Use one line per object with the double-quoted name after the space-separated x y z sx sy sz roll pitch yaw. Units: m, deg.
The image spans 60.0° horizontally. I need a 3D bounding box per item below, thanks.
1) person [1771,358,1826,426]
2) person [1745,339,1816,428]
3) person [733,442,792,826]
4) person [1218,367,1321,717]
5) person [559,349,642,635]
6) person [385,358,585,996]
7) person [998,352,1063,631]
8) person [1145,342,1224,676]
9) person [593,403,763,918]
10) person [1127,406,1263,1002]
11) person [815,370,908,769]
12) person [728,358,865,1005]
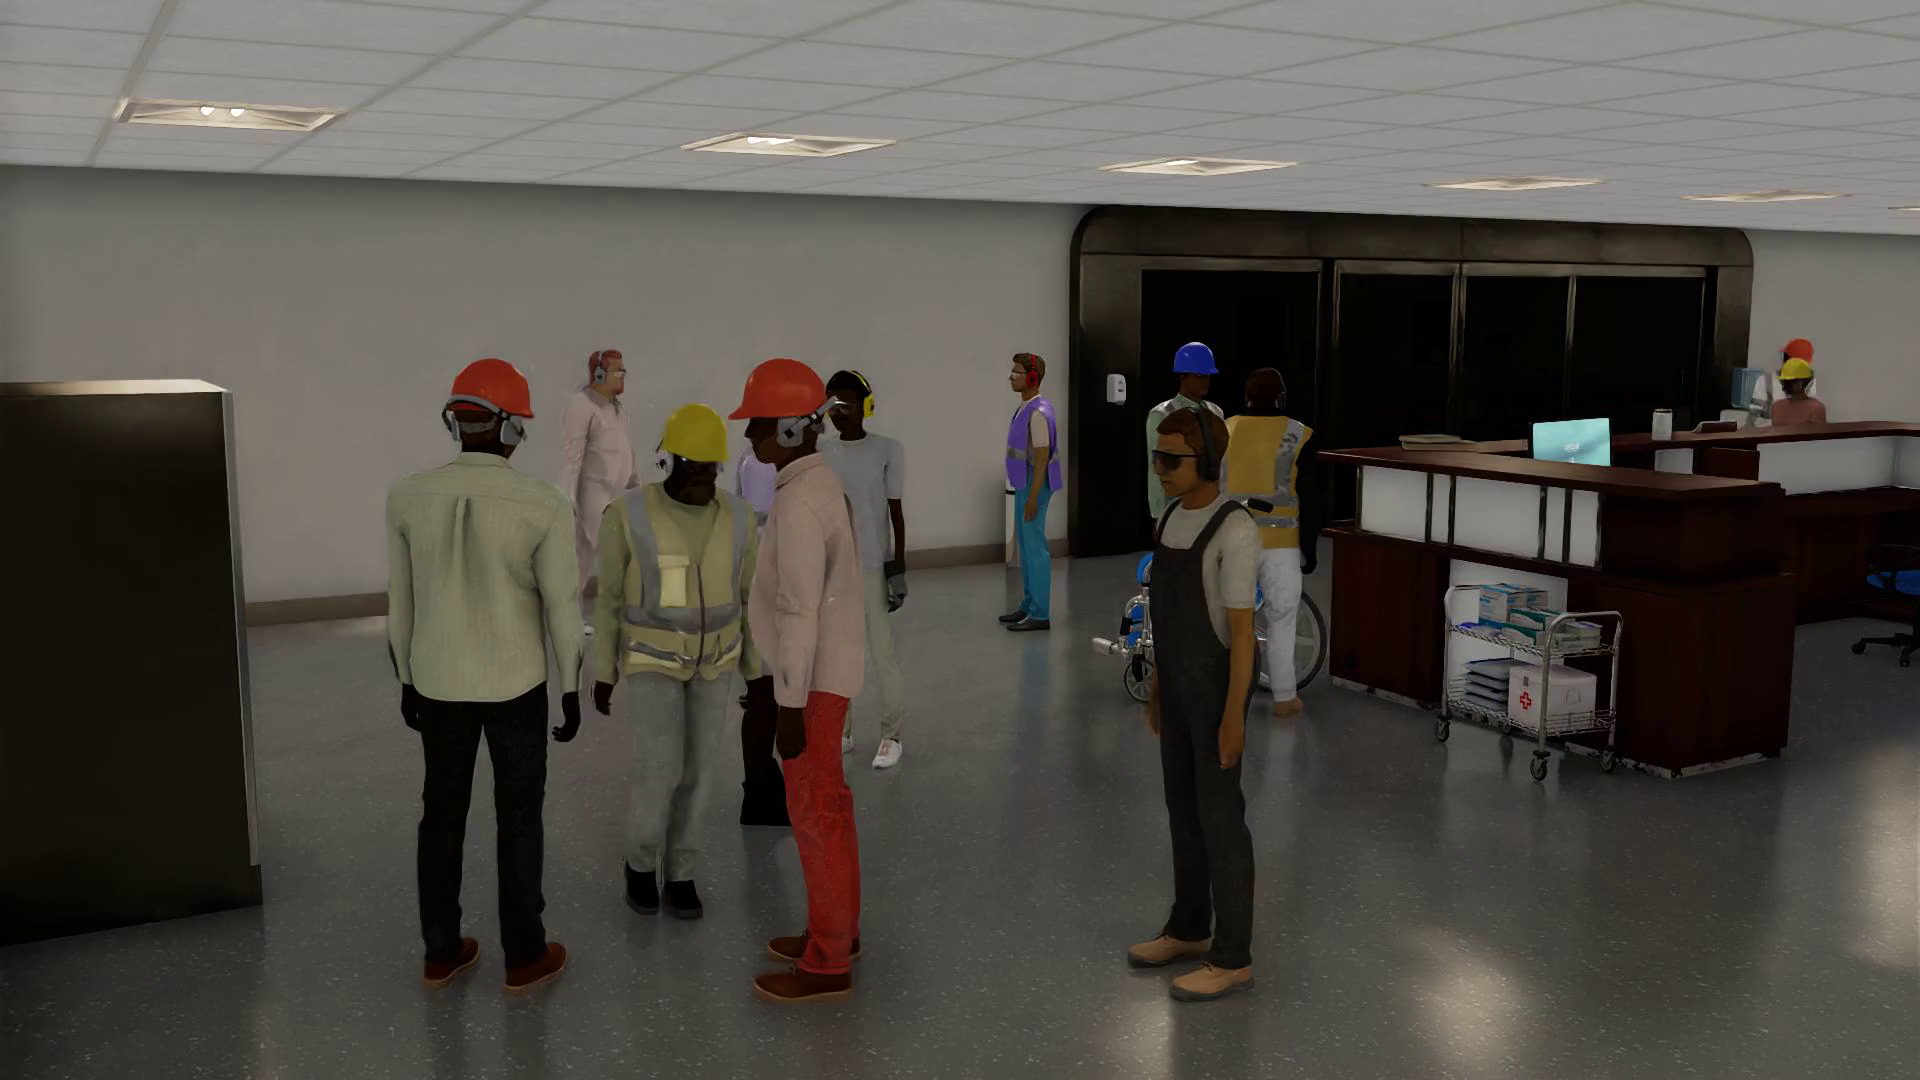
6.680 -0.574 13.288 0.433 1.757 0.527 -3 9 -23 "person"
7.640 -0.942 15.556 0.646 1.866 1.010 2 8 13 "person"
-0.755 0.215 6.941 0.386 1.929 0.548 0 8 -1 "person"
1.590 0.010 8.769 0.630 1.835 0.429 5 9 30 "person"
-2.262 -0.285 10.745 0.955 1.867 0.676 2 8 12 "person"
-1.469 0.428 5.207 0.624 1.983 0.417 1 8 6 "person"
0.479 -0.319 11.081 0.390 1.850 0.565 -1 8 -7 "person"
1.316 -0.162 9.583 0.615 1.947 0.388 -7 11 -42 "person"
-0.958 0.429 5.801 0.602 1.809 0.427 -5 9 -32 "person"
0.744 0.500 5.201 0.347 1.838 0.505 -3 9 -23 "person"
-0.482 0.138 7.760 0.515 1.858 0.331 2 8 16 "person"
-0.501 0.431 5.175 0.413 1.985 0.610 0 8 -1 "person"
